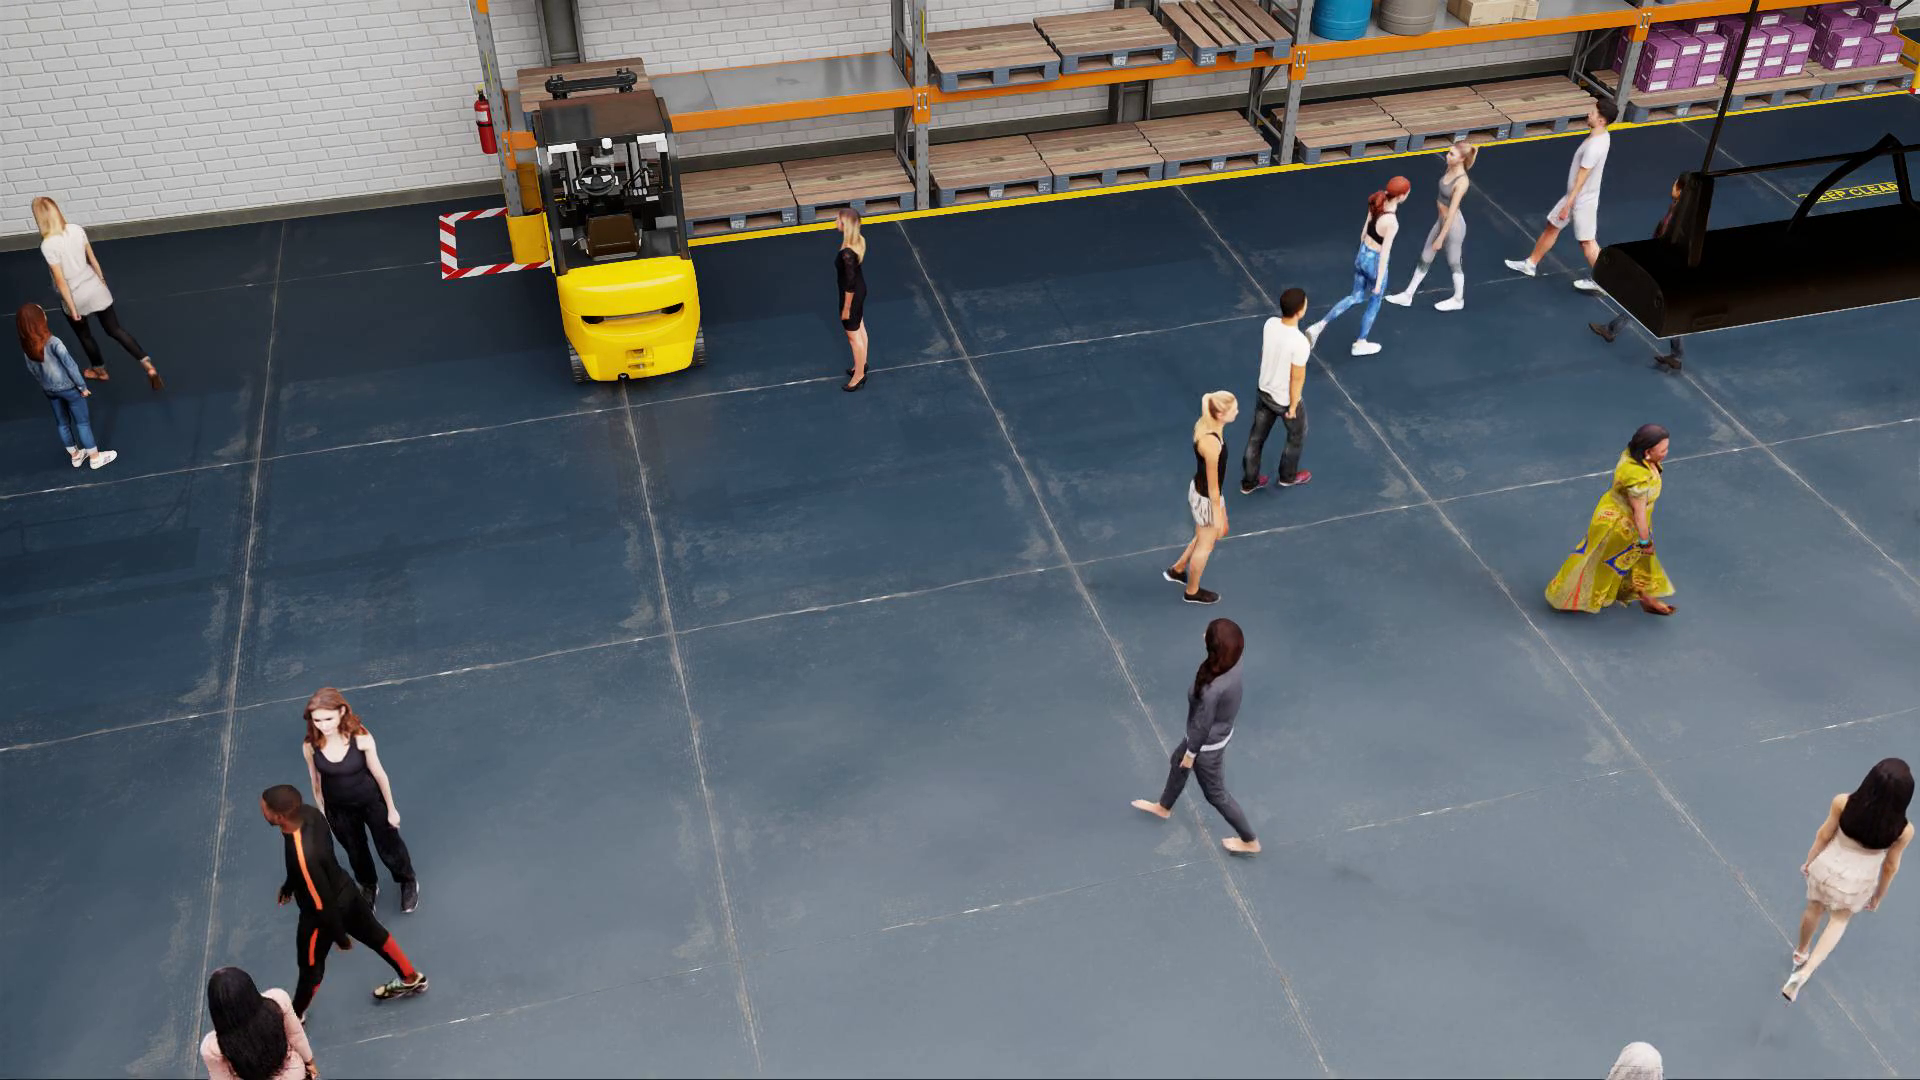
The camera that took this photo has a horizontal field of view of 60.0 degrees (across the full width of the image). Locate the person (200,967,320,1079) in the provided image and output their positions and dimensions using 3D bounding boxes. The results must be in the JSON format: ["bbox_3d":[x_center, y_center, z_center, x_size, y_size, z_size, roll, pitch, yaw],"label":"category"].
[{"bbox_3d":[-3.276,2.690,8.026,1.019,1.703,1.032,28,46,31],"label":"person"}]

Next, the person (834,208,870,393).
[{"bbox_3d":[-0.898,-2.023,13.949,0.572,1.677,0.604,4,39,4],"label":"person"}]

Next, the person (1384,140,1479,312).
[{"bbox_3d":[4.465,-2.790,14.910,1.014,1.677,0.722,-3,39,-4],"label":"person"}]

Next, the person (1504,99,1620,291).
[{"bbox_3d":[5.761,-3.083,15.171,1.294,1.809,1.176,17,42,20],"label":"person"}]

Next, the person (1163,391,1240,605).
[{"bbox_3d":[1.647,-0.305,11.674,0.758,1.831,0.709,0,39,0],"label":"person"}]

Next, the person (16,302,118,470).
[{"bbox_3d":[-7.089,-1.214,13.097,0.589,1.476,0.707,9,39,11],"label":"person"}]

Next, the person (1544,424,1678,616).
[{"bbox_3d":[4.519,-0.115,11.611,1.279,1.623,1.177,16,41,19],"label":"person"}]

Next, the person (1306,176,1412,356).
[{"bbox_3d":[3.435,-2.279,14.209,0.983,1.763,0.642,-15,41,-18],"label":"person"}]

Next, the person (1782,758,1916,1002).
[{"bbox_3d":[4.760,1.876,9.029,0.836,1.724,0.943,27,46,29],"label":"person"}]

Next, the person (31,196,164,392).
[{"bbox_3d":[-7.194,-1.992,13.818,1.197,1.792,1.078,17,42,20],"label":"person"}]

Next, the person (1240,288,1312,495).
[{"bbox_3d":[2.366,-1.093,12.706,0.926,1.785,0.820,-26,46,-29],"label":"person"}]

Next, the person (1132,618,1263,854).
[{"bbox_3d":[1.556,1.202,9.870,1.167,1.728,1.038,15,41,18],"label":"person"}]

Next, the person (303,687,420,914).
[{"bbox_3d":[-3.437,1.484,9.503,0.460,1.745,0.648,-6,39,-8],"label":"person"}]

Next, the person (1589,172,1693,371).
[{"bbox_3d":[6.100,-2.256,14.197,1.192,1.731,1.038,-27,46,-29],"label":"person"}]

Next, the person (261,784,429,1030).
[{"bbox_3d":[-3.279,1.940,8.922,1.155,1.757,0.655,-8,39,-10],"label":"person"}]
